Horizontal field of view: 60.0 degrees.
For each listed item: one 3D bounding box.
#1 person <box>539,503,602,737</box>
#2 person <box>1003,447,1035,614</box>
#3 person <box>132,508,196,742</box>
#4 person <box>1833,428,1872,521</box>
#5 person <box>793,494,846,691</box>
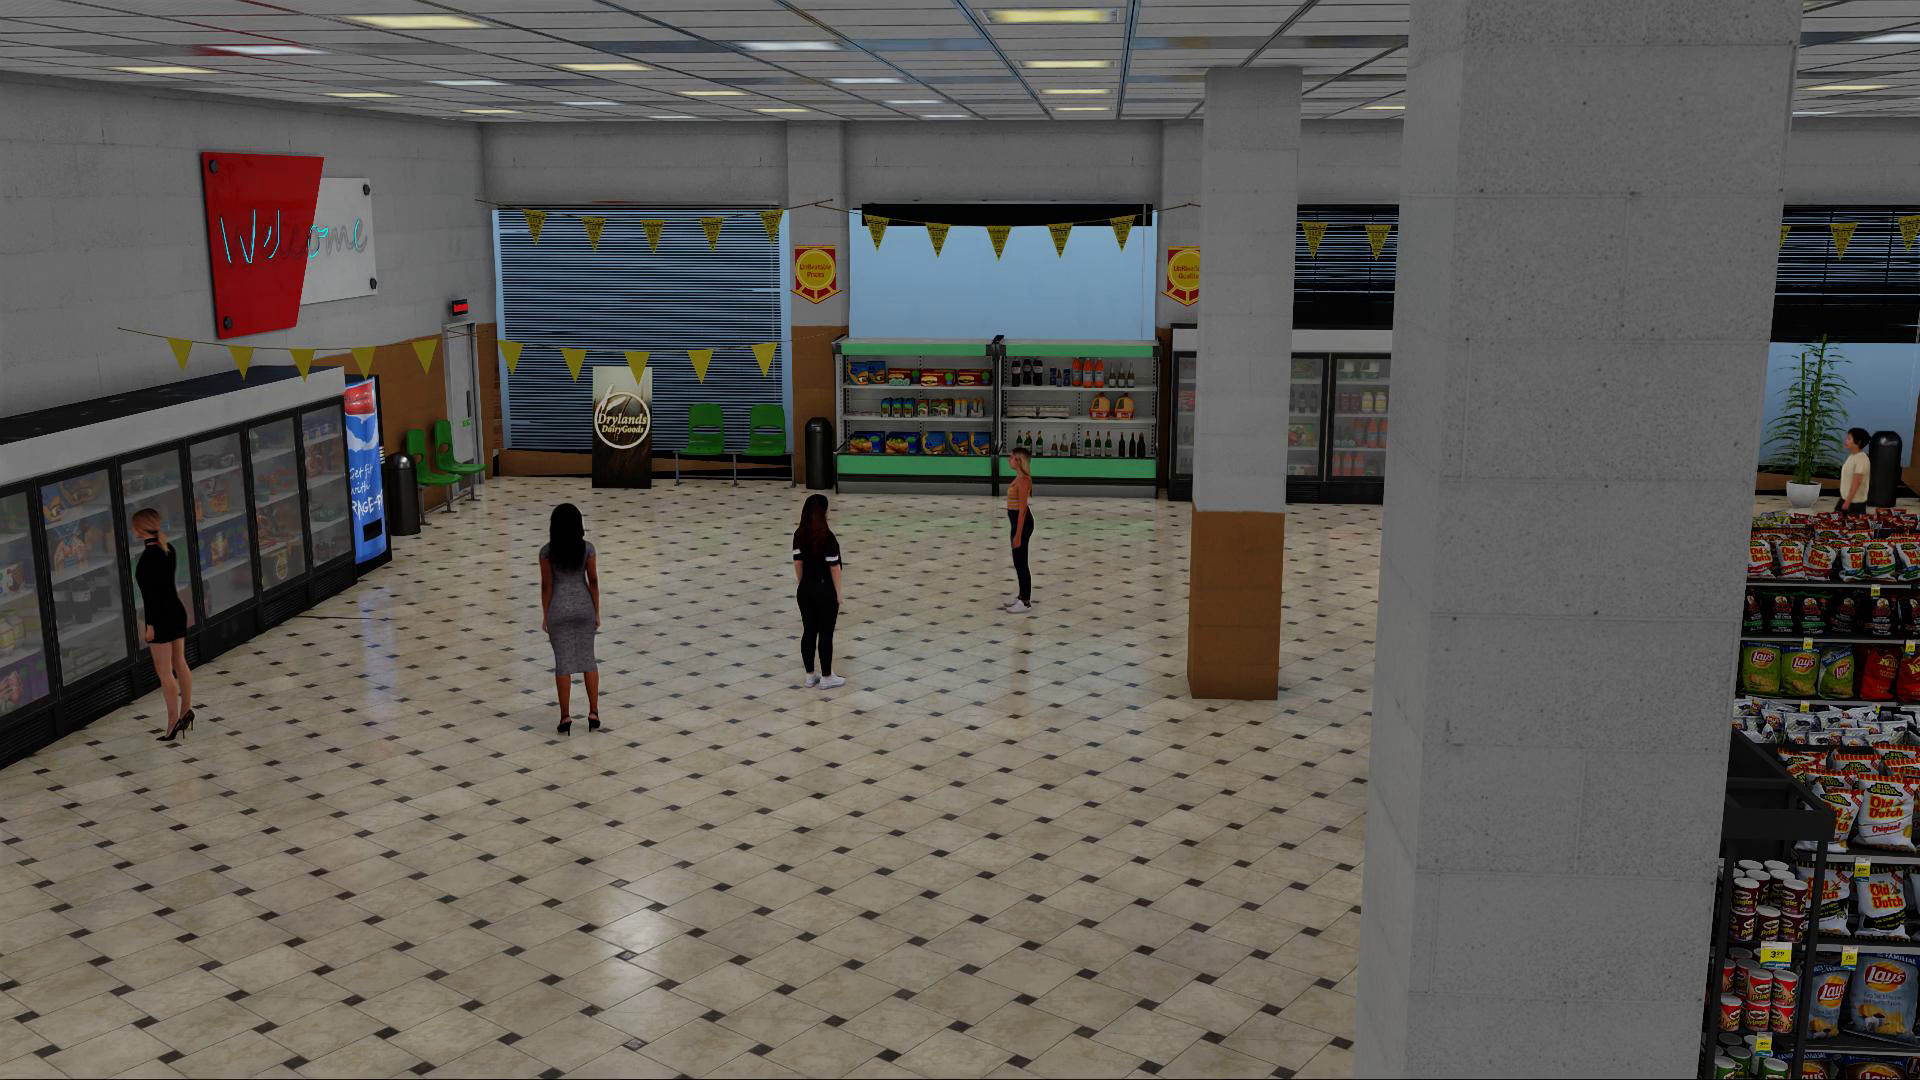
[{"bbox_3d":[-2.954,0.595,12.634,0.607,1.781,0.727,-4,13,-20],"label":"person"},{"bbox_3d":[0.594,-0.105,16.332,0.538,1.628,0.596,0,12,-2],"label":"person"},{"bbox_3d":[-6.009,0.677,12.535,0.539,1.662,0.577,0,12,0],"label":"person"},{"bbox_3d":[9.699,-0.398,17.923,1.009,1.546,0.672,2,12,11],"label":"person"},{"bbox_3d":[-1.178,0.422,13.800,0.660,1.639,0.759,7,14,31],"label":"person"}]
